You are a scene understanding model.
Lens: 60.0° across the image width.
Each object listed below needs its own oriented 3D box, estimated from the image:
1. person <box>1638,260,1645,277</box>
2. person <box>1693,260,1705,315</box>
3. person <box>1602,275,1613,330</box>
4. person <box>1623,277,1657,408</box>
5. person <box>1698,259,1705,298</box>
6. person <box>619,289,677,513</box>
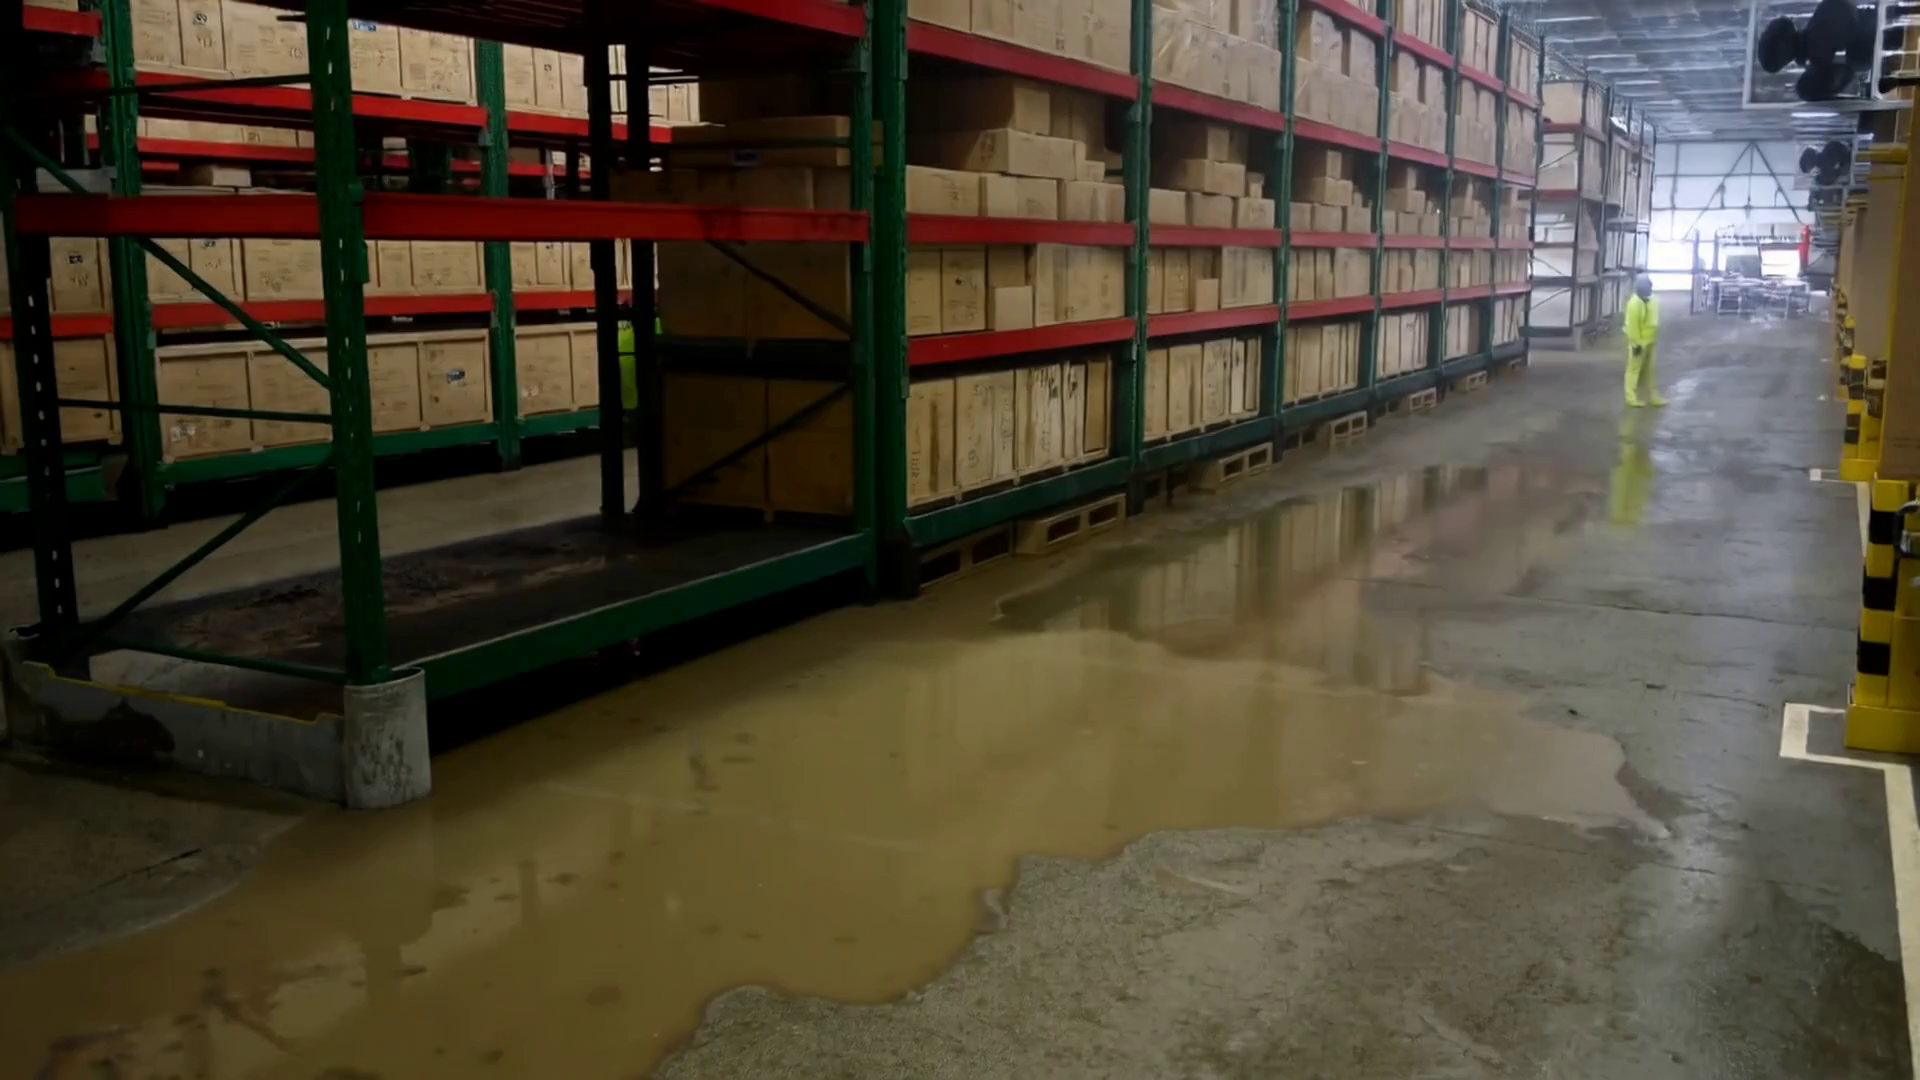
[{"bbox_3d":[33.705,-12.975,82.185,0.370,1.939,0.631,5,11,27],"label":"person"},{"bbox_3d":[25.863,-8.835,58.223,0.370,1.939,0.631,5,11,27],"label":"person"},{"bbox_3d":[18.279,-6.727,46.880,0.308,1.641,0.517,5,11,27],"label":"person"},{"bbox_3d":[9.580,-2.783,23.463,0.429,1.844,0.626,5,11,27],"label":"person"},{"bbox_3d":[35.519,-12.563,79.941,0.554,1.889,0.570,-2,10,-14],"label":"person"},{"bbox_3d":[-2.650,-1.118,13.654,0.556,1.899,0.915,3,10,19],"label":"person"}]
